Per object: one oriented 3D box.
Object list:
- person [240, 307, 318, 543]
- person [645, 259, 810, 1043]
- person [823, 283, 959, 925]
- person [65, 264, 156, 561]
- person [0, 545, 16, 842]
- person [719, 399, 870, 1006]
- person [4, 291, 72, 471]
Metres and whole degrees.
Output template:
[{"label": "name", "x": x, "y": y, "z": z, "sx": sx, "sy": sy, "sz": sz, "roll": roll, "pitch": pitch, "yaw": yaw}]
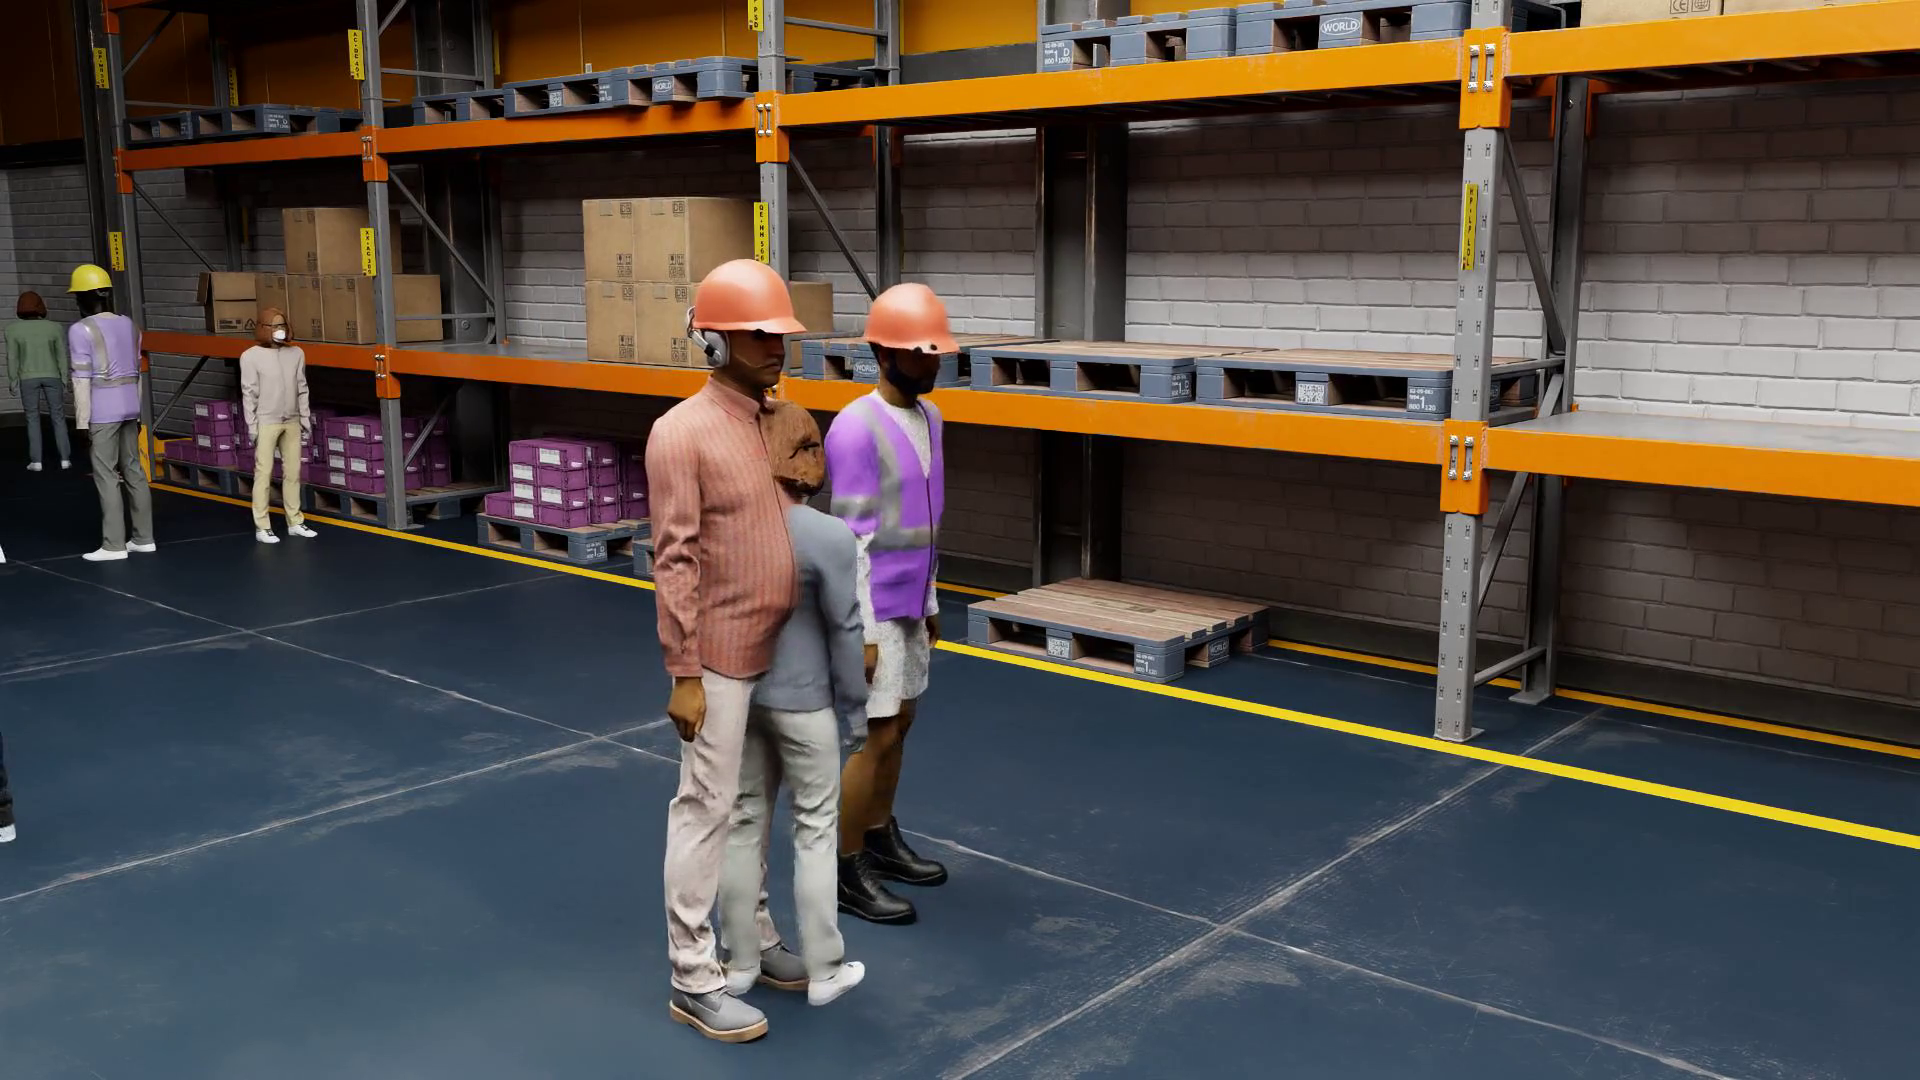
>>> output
[{"label": "person", "x": -4.710, "y": -0.794, "z": 11.492, "sx": 0.285, "sy": 1.626, "sz": 0.495, "roll": 6, "pitch": 12, "yaw": 31}, {"label": "person", "x": -0.562, "y": 0.277, "z": 4.334, "sx": 0.397, "sy": 1.992, "sz": 0.622, "roll": 4, "pitch": 11, "yaw": 24}, {"label": "person", "x": -0.190, "y": 0.194, "z": 5.028, "sx": 0.448, "sy": 1.920, "sz": 0.548, "roll": 5, "pitch": 11, "yaw": 28}, {"label": "person", "x": -5.553, "y": -0.823, "z": 10.823, "sx": 0.397, "sy": 1.918, "sz": 0.588, "roll": 2, "pitch": 10, "yaw": 12}, {"label": "person", "x": -3.343, "y": 0.131, "z": 5.423, "sx": 0.391, "sy": 1.910, "sz": 0.606, "roll": -1, "pitch": 10, "yaw": -8}, {"label": "person", "x": -0.470, "y": 0.438, "z": 4.454, "sx": 0.502, "sy": 1.632, "sz": 0.310, "roll": 4, "pitch": 11, "yaw": 23}, {"label": "person", "x": -8.406, "y": -1.447, "z": 15.179, "sx": 0.498, "sy": 1.633, "sz": 0.284, "roll": -7, "pitch": 12, "yaw": -36}]
